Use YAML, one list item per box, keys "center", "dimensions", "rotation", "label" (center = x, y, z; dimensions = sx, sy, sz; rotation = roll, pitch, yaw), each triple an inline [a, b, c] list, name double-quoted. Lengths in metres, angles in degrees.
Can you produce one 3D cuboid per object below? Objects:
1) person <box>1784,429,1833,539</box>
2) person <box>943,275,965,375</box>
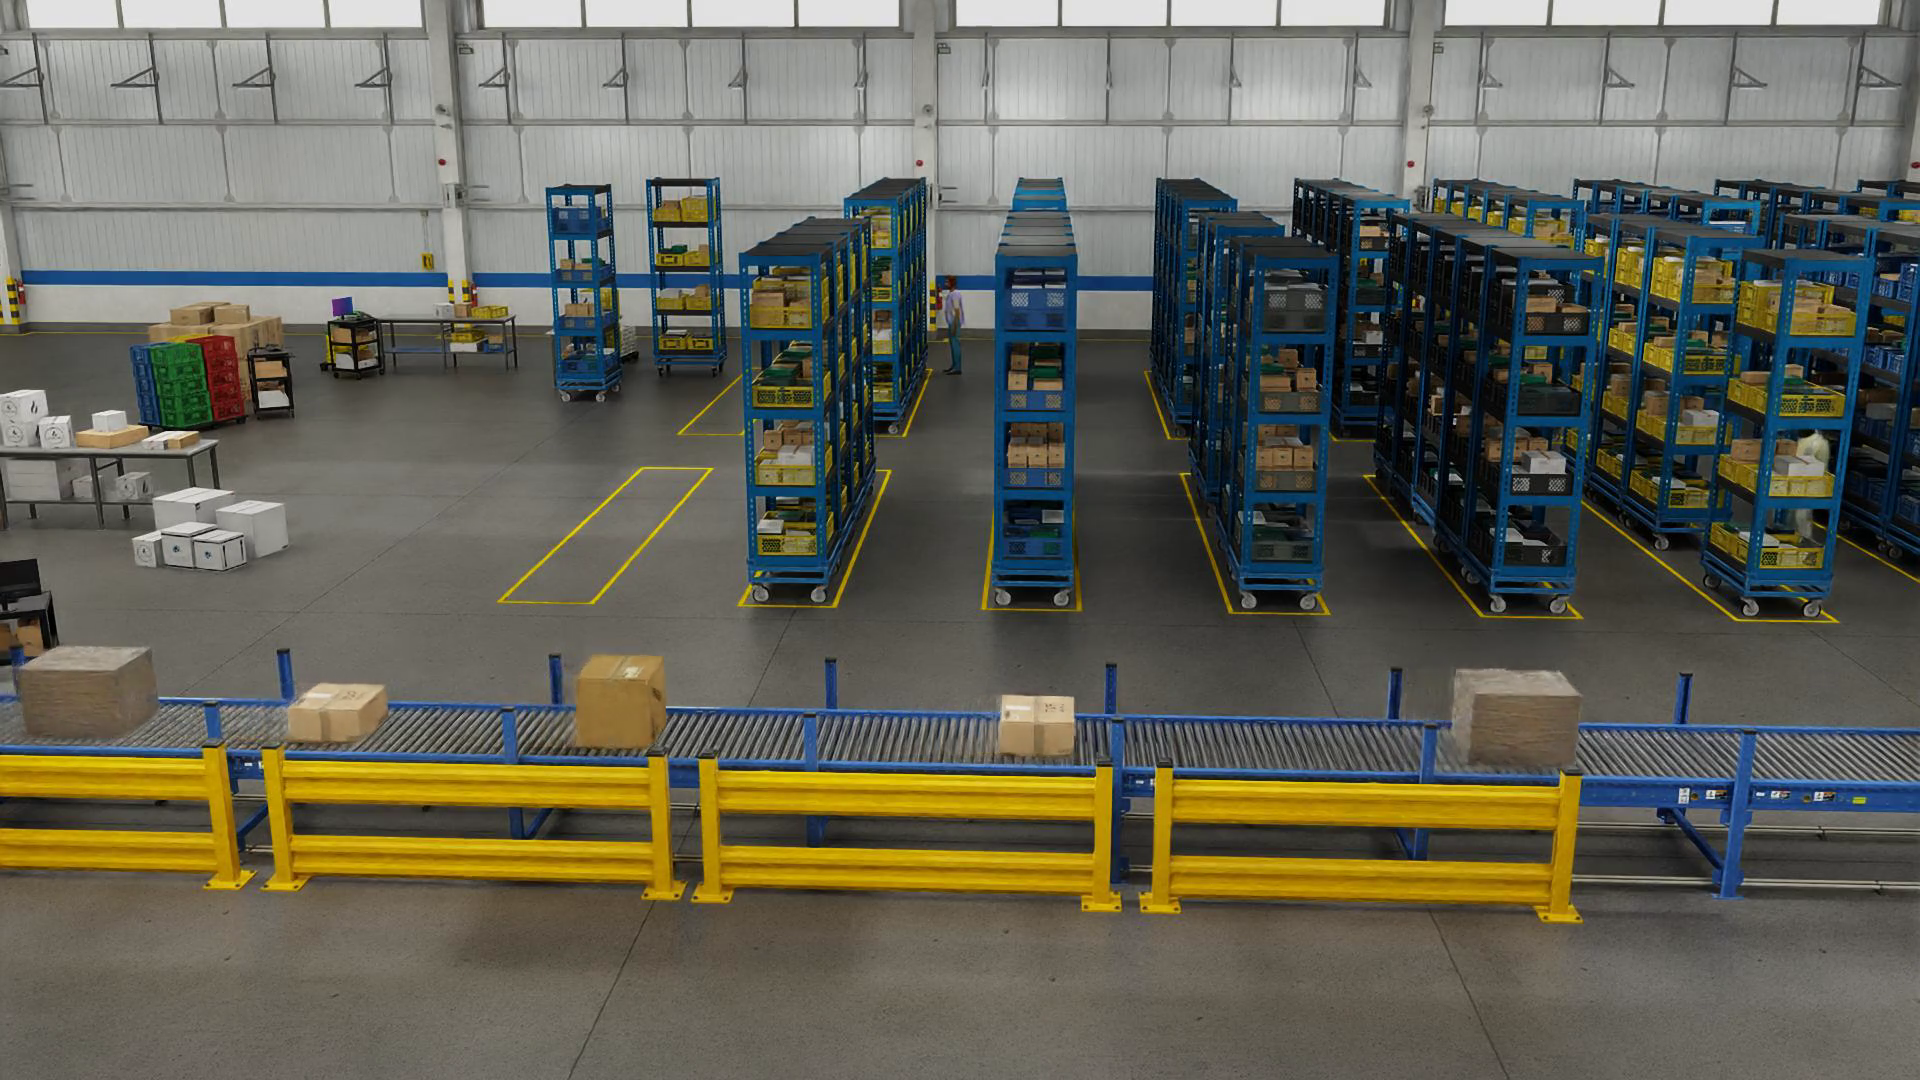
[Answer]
- center: [9.203, -0.586, 18.245]
  dimensions: [0.403, 1.829, 0.599]
  rotation: [-5, 16, -17]
  label: "person"
- center: [-0.103, -3.992, 30.858]
  dimensions: [0.390, 1.846, 0.564]
  rotation: [-2, 15, -6]
  label: "person"
